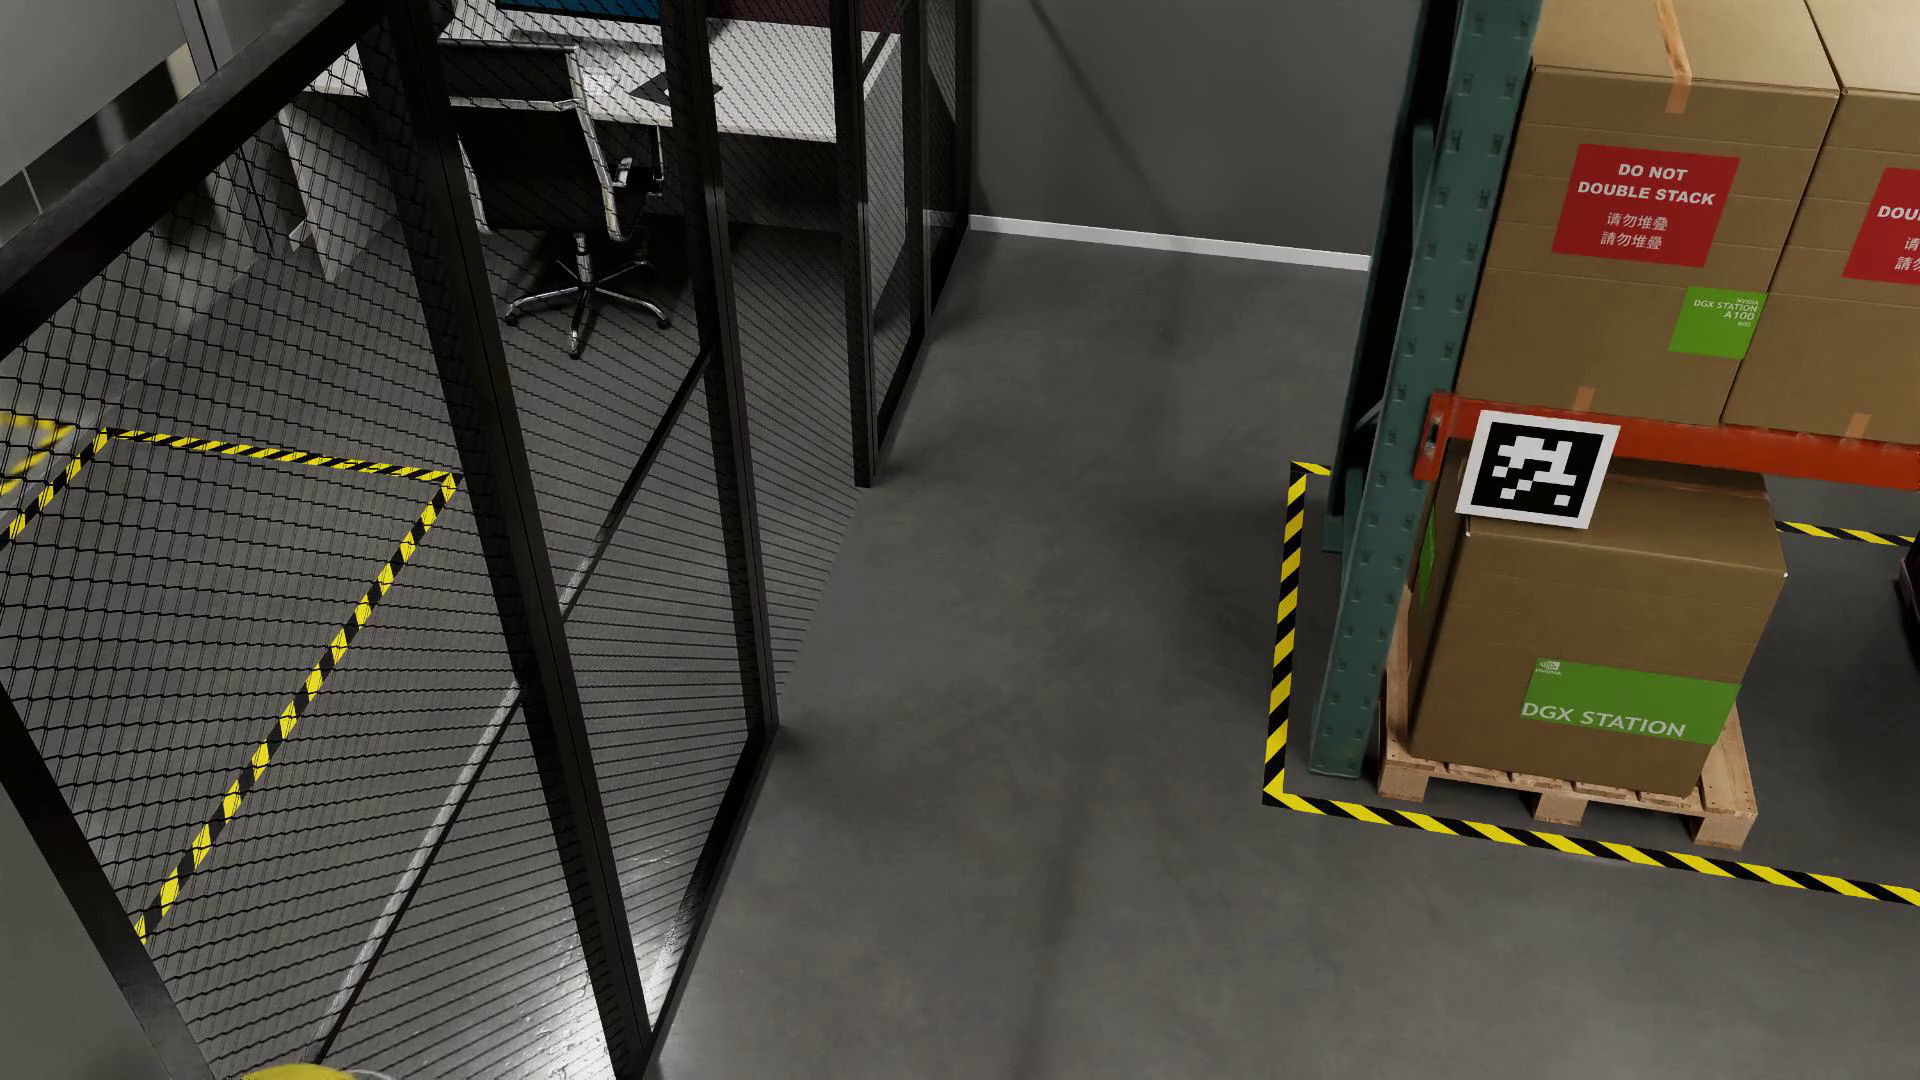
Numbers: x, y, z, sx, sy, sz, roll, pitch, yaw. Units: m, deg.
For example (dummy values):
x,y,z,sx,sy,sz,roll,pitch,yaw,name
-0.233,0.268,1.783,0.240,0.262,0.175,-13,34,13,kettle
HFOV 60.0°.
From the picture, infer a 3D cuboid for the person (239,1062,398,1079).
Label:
x,y,z,sx,sy,sz,roll,pitch,yaw,name
-0.663,1.227,2.164,0.591,1.834,0.404,14,43,16,person
